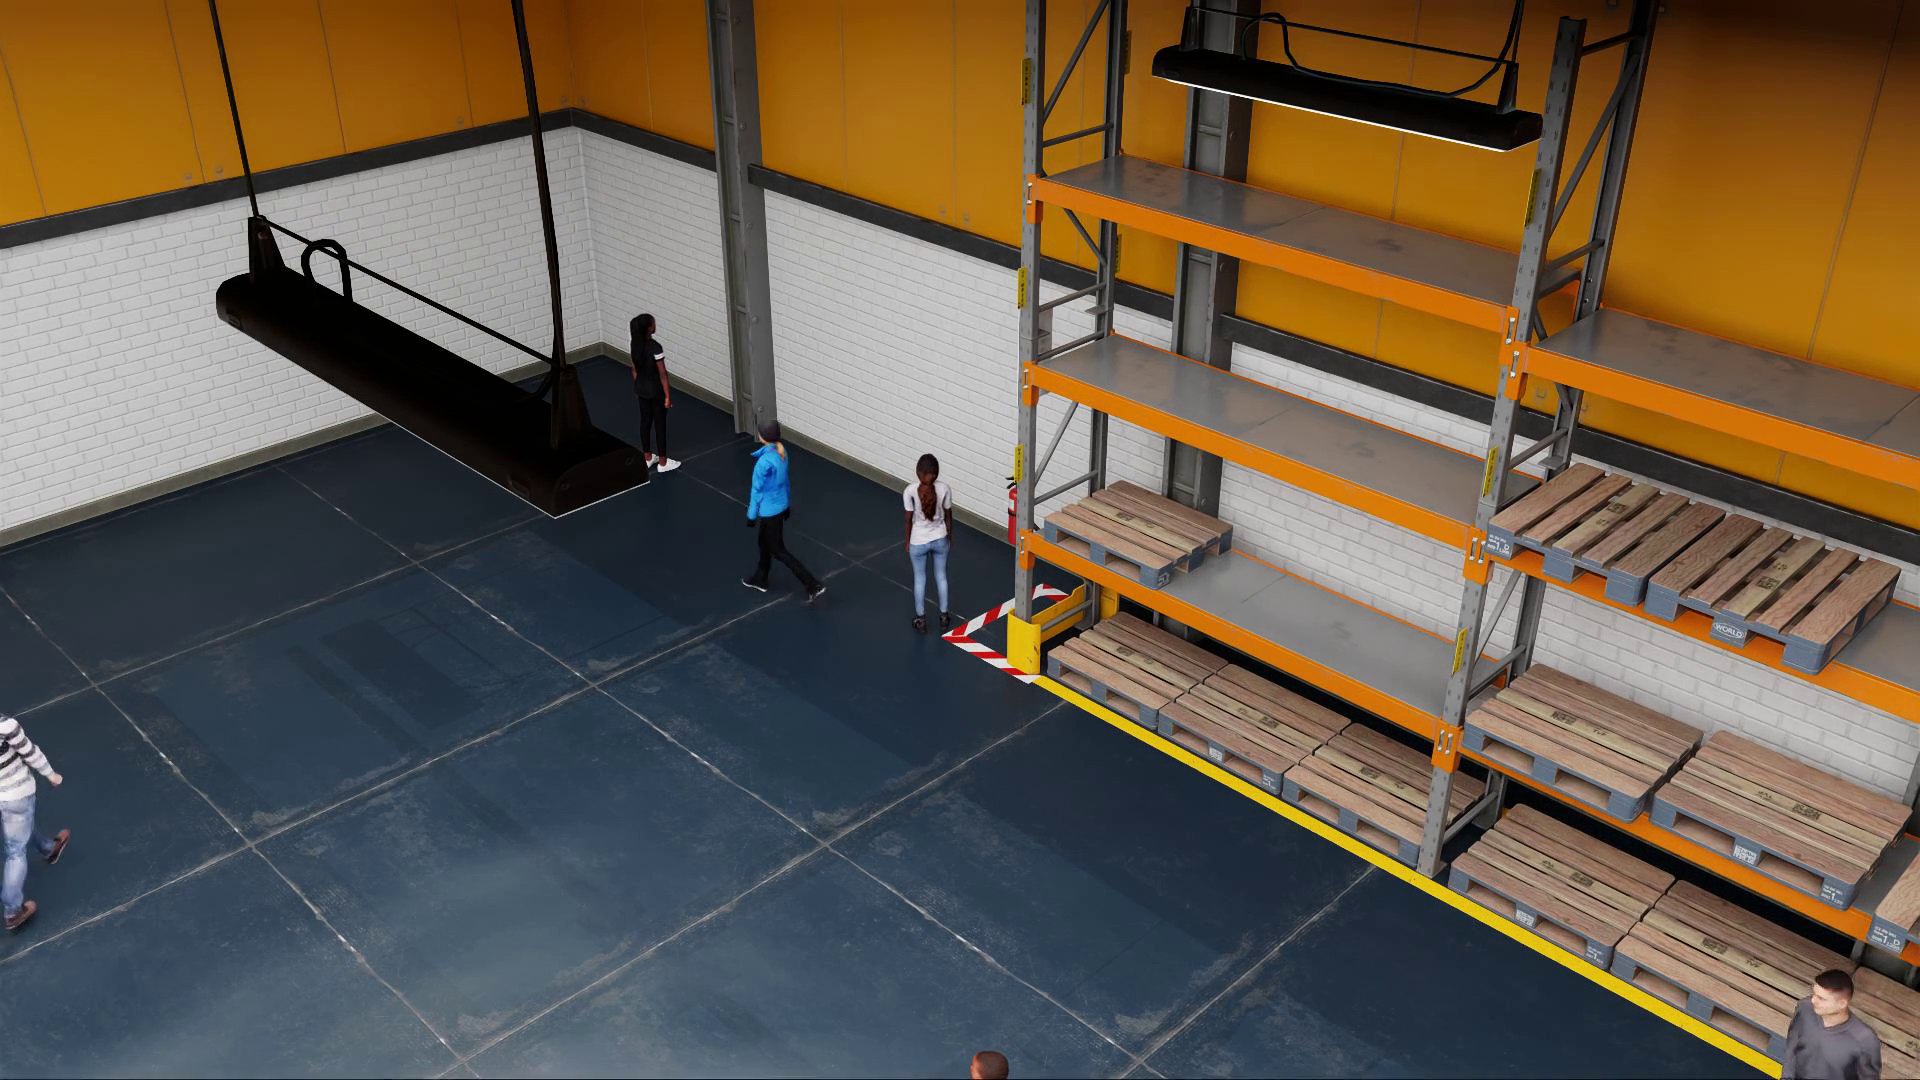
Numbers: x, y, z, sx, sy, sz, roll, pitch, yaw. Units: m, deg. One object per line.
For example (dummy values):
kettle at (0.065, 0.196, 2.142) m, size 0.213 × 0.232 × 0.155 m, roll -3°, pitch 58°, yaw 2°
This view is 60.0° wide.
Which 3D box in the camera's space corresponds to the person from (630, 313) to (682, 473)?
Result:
person at (-3.236, -1.560, 17.451) m, size 0.536 × 1.729 × 0.708 m, roll 19°, pitch 34°, yaw 31°

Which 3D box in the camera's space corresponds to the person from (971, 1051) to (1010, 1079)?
person at (0.174, 3.281, 9.013) m, size 0.568 × 1.310 × 0.540 m, roll 11°, pitch 30°, yaw 19°

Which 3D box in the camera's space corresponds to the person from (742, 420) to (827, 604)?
person at (-1.610, -0.210, 14.939) m, size 1.219 × 1.764 × 0.908 m, roll 11°, pitch 31°, yaw 20°

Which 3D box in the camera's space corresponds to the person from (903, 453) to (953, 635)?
person at (-0.269, 0.021, 14.562) m, size 0.672 × 1.719 × 0.696 m, roll -6°, pitch 29°, yaw -11°

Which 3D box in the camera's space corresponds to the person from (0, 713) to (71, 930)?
person at (-6.493, 1.782, 11.253) m, size 1.223 × 1.796 × 1.213 m, roll 3°, pitch 29°, yaw 5°

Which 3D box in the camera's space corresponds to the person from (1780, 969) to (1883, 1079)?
person at (4.760, 3.024, 9.057) m, size 0.945 × 1.719 × 1.044 m, roll -16°, pitch 33°, yaw -27°
